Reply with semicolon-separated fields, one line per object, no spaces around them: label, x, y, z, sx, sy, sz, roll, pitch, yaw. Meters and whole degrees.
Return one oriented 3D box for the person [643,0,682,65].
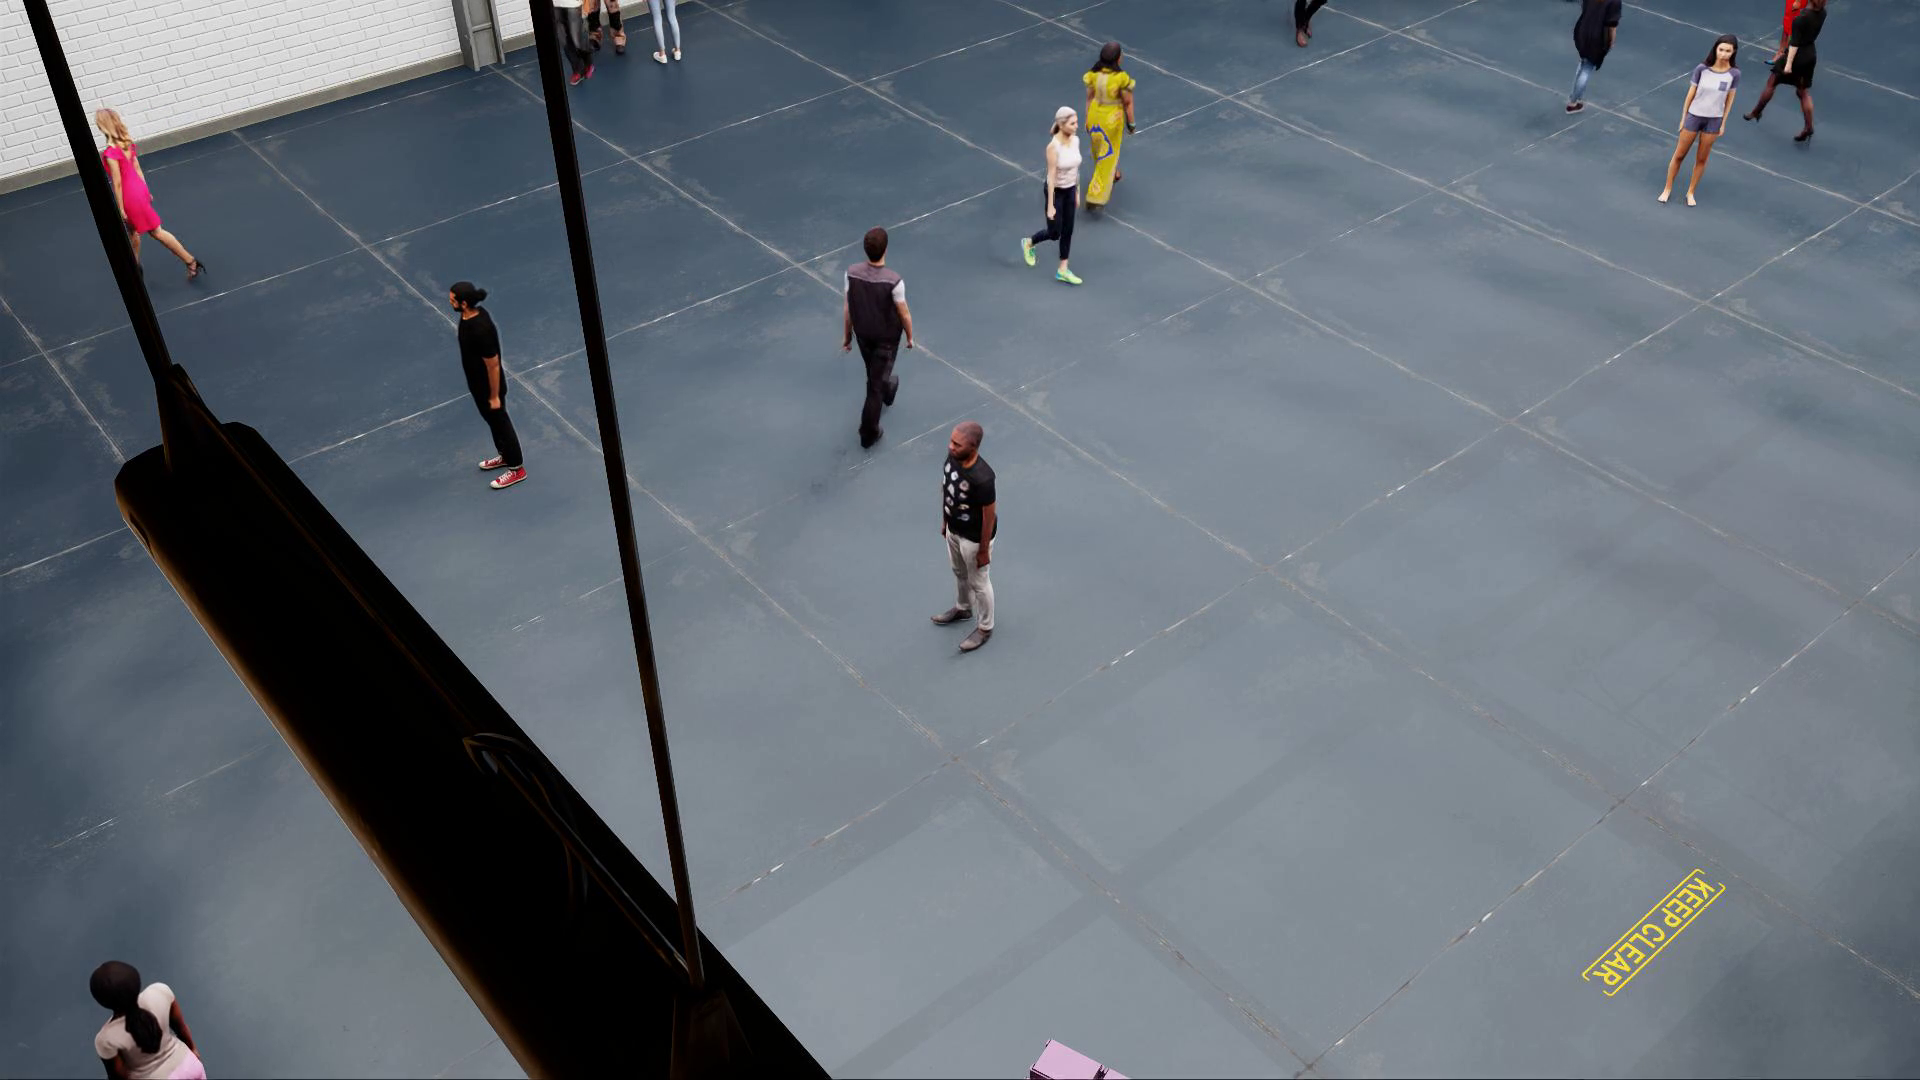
person;-3.474;-6.373;19.211;0.521;1.704;0.714;-18;42;-21

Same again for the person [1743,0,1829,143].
person;8.904;-4.997;17.525;1.077;1.659;0.817;-19;42;-22

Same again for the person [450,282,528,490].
person;-3.610;-1.207;12.702;0.589;1.755;0.665;-20;43;-23

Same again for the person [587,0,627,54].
person;-4.205;-6.599;19.381;0.859;1.845;0.922;2;39;2

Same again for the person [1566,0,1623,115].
person;6.808;-5.412;18.034;0.666;1.673;0.646;-26;45;-29

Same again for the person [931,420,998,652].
person;0.071;-0.056;11.222;0.620;1.804;0.687;-22;44;-25

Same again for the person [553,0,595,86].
person;-4.385;-6.041;18.731;0.795;1.784;0.843;8;39;10

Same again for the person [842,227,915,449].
person;-0.694;-1.545;13.077;0.999;1.815;1.208;15;41;18

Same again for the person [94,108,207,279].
person;-7.413;-3.088;15.114;1.088;1.684;0.949;-2;39;-3

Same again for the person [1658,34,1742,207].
person;7.336;-4.148;16.402;0.661;1.733;0.667;13;41;16

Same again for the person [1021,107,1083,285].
person;0.851;-3.159;15.196;0.757;1.694;0.862;29;47;31

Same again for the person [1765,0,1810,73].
person;9.588;-6.227;18.995;0.706;1.746;0.627;6;39;8

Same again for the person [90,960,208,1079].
person;-3.799;2.591;7.958;0.702;1.741;0.568;18;42;22

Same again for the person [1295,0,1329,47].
person;4.109;-6.792;19.635;0.787;1.830;0.907;-9;39;-11

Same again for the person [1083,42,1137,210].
person;1.411;-4.032;16.355;0.976;1.612;1.305;22;44;25
